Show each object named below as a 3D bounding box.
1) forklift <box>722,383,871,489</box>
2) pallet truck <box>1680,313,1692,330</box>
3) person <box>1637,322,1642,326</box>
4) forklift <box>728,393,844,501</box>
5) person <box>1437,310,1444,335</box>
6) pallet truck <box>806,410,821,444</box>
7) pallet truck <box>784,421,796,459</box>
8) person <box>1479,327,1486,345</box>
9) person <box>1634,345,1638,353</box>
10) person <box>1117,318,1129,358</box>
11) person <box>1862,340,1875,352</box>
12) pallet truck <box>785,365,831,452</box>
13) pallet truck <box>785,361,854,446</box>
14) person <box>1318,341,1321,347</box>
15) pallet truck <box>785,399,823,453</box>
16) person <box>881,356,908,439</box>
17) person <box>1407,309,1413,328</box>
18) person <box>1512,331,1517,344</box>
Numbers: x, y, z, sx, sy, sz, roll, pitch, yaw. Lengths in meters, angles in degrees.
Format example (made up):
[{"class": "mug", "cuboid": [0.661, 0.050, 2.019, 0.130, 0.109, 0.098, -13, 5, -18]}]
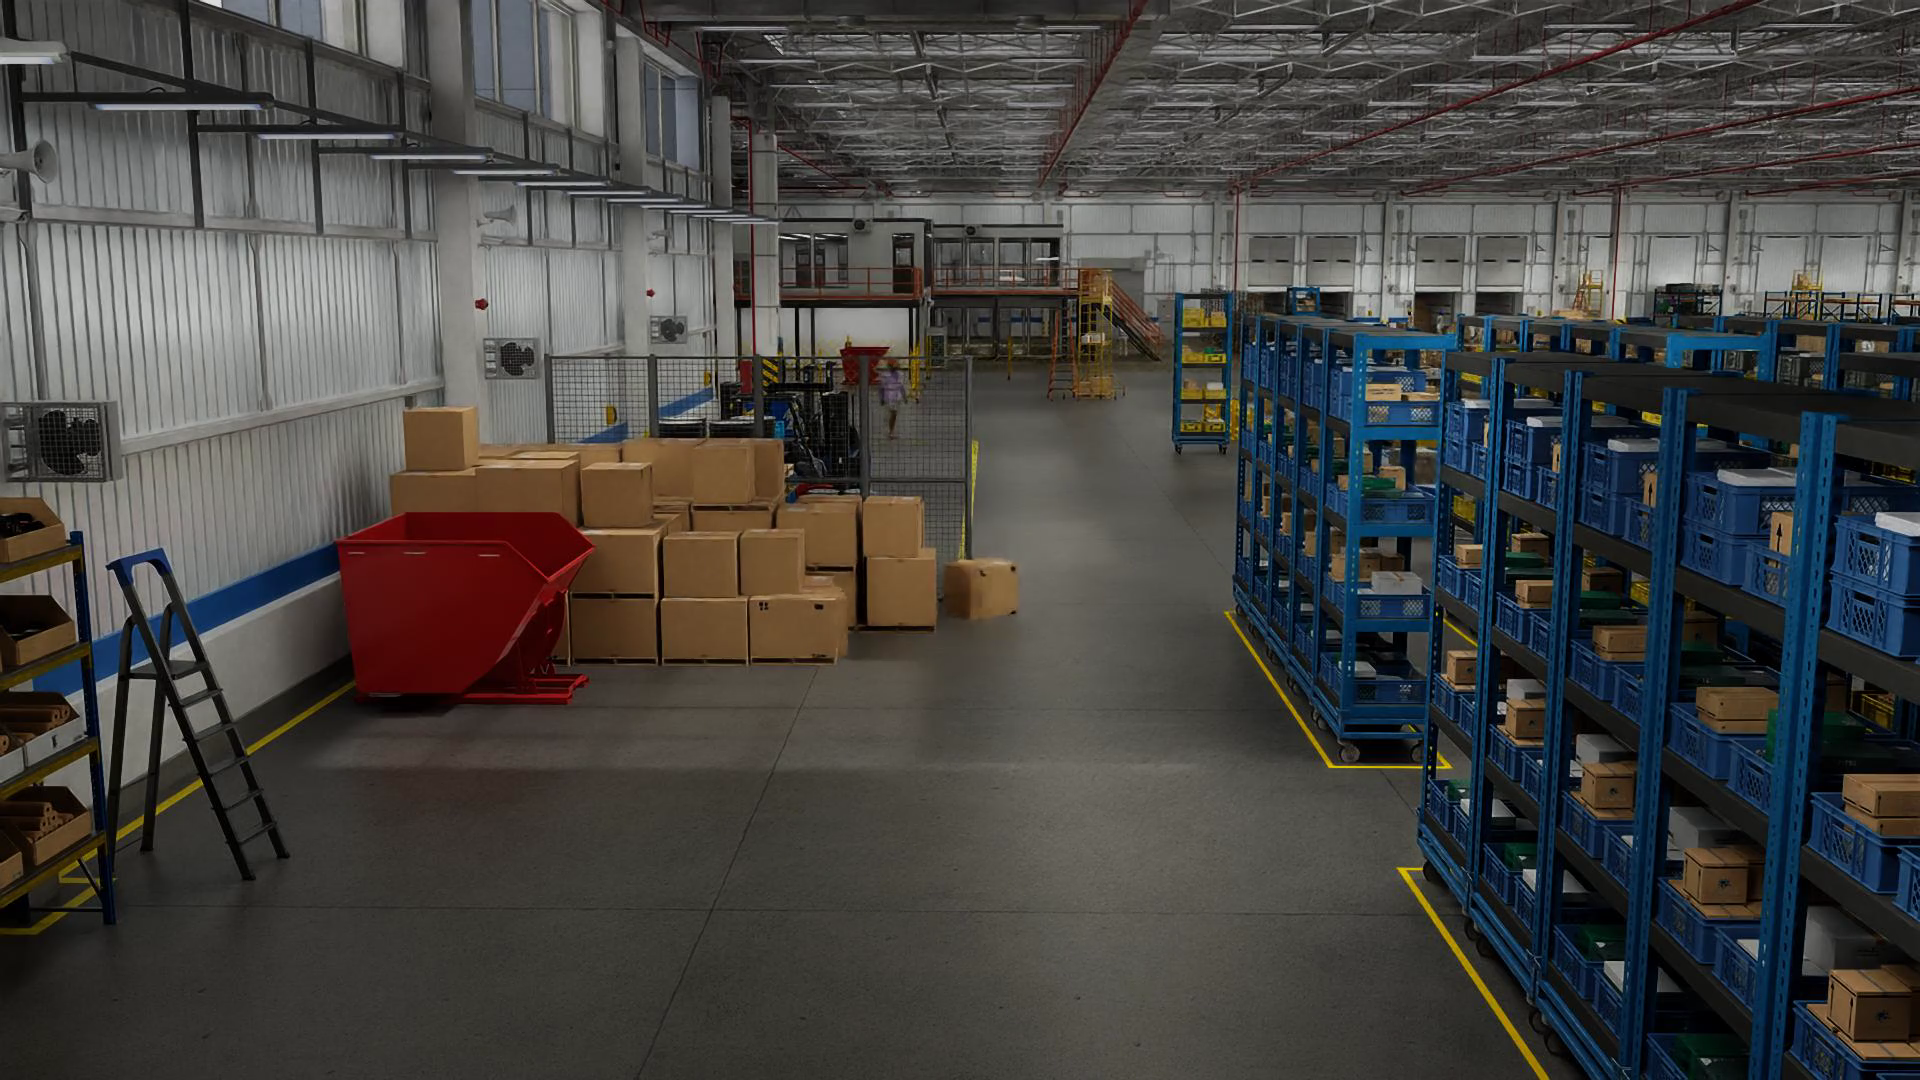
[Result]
[{"class": "forklift", "cuboid": [-2.893, -1.687, 28.729, 2.680, 1.987, 1.157, 0, 9, -1]}, {"class": "pallet truck", "cuboid": [36.315, -10.531, 84.244, 0.823, 1.965, 1.885, -6, 11, -33]}, {"class": "person", "cuboid": [29.042, -8.386, 71.367, 0.810, 1.884, 0.617, 3, 10, 15]}, {"class": "forklift", "cuboid": [-2.979, -1.316, 26.476, 2.680, 1.987, 1.157, 0, 9, 1]}, {"class": "person", "cuboid": [26.421, -11.677, 91.460, 0.406, 1.945, 0.613, -1, 9, -4]}, {"class": "pallet truck", "cuboid": [-3.559, -2.018, 33.905, 1.522, 1.261, 0.704, 0, 9, -1]}, {"class": "pallet truck", "cuboid": [-4.013, -1.793, 32.705, 1.601, 1.201, 0.680, 0, 9, 1]}, {"class": "person", "cuboid": [24.555, -9.494, 78.026, 0.372, 1.941, 0.627, 9, 13, 43]}, {"class": "person", "cuboid": [26.002, -7.118, 63.645, 0.416, 1.844, 0.552, 2, 9, 13]}, {"class": "person", "cuboid": [7.655, -9.468, 78.040, 0.573, 1.883, 0.356, 3, 10, 19]}, {"class": "person", "cuboid": [32.529, -6.498, 59.549, 0.552, 1.935, 0.373, -3, 10, -21]}, {"class": "pallet truck", "cuboid": [-3.774, -2.976, 37.635, 1.885, 1.965, 0.823, 1, 9, 5]}, {"class": "pallet truck", "cuboid": [-3.410, -3.193, 38.978, 1.885, 1.965, 0.823, 0, 9, -1]}, {"class": "person", "cuboid": [14.244, -7.379, 65.031, 0.540, 1.930, 0.385, -1, 9, -6]}, {"class": "pallet truck", "cuboid": [-3.814, -2.432, 36.419, 1.630, 1.274, 0.653, 0, 9, 1]}, {"class": "person", "cuboid": [-1.572, -3.465, 40.604, 0.626, 2.019, 0.722, -9, 13, -43]}, {"class": "person", "cuboid": [25.595, -12.175, 94.633, 0.395, 1.920, 0.584, 5, 11, 30]}, {"class": "person", "cuboid": [19.997, -6.544, 59.741, 0.362, 1.963, 0.614, -4, 10, -23]}]
